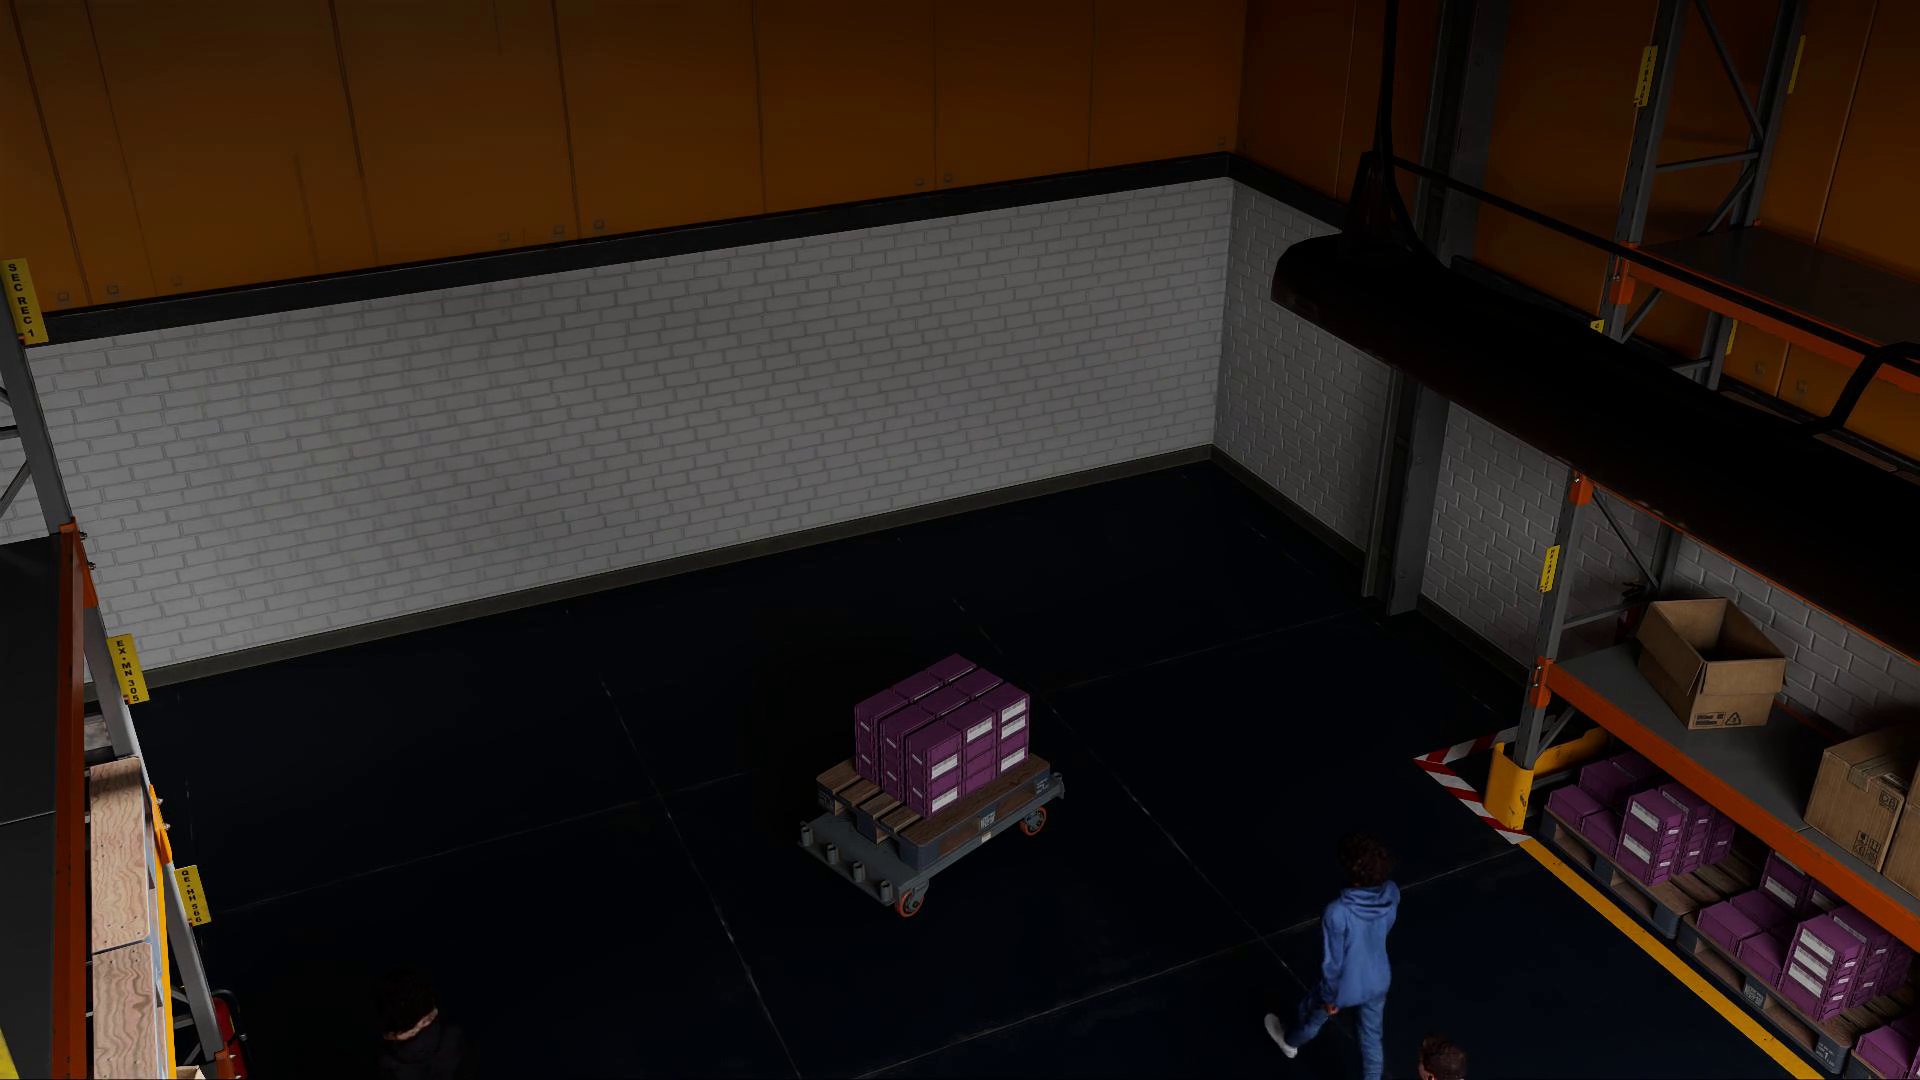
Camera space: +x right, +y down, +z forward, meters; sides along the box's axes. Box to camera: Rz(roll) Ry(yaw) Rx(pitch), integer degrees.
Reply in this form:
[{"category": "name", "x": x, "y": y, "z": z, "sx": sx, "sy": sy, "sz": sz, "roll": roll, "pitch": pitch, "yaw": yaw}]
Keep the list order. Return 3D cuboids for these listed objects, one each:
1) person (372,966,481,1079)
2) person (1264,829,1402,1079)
[{"category": "person", "x": -2.457, "y": 2.835, "z": 7.924, "sx": 0.780, "sy": 1.735, "sz": 1.190, "roll": -18, "pitch": 33, "yaw": -29}, {"category": "person", "x": 2.124, "y": 2.350, "z": 8.770, "sx": 0.718, "sy": 1.776, "sz": 1.080, "roll": -10, "pitch": 30, "yaw": -18}]
